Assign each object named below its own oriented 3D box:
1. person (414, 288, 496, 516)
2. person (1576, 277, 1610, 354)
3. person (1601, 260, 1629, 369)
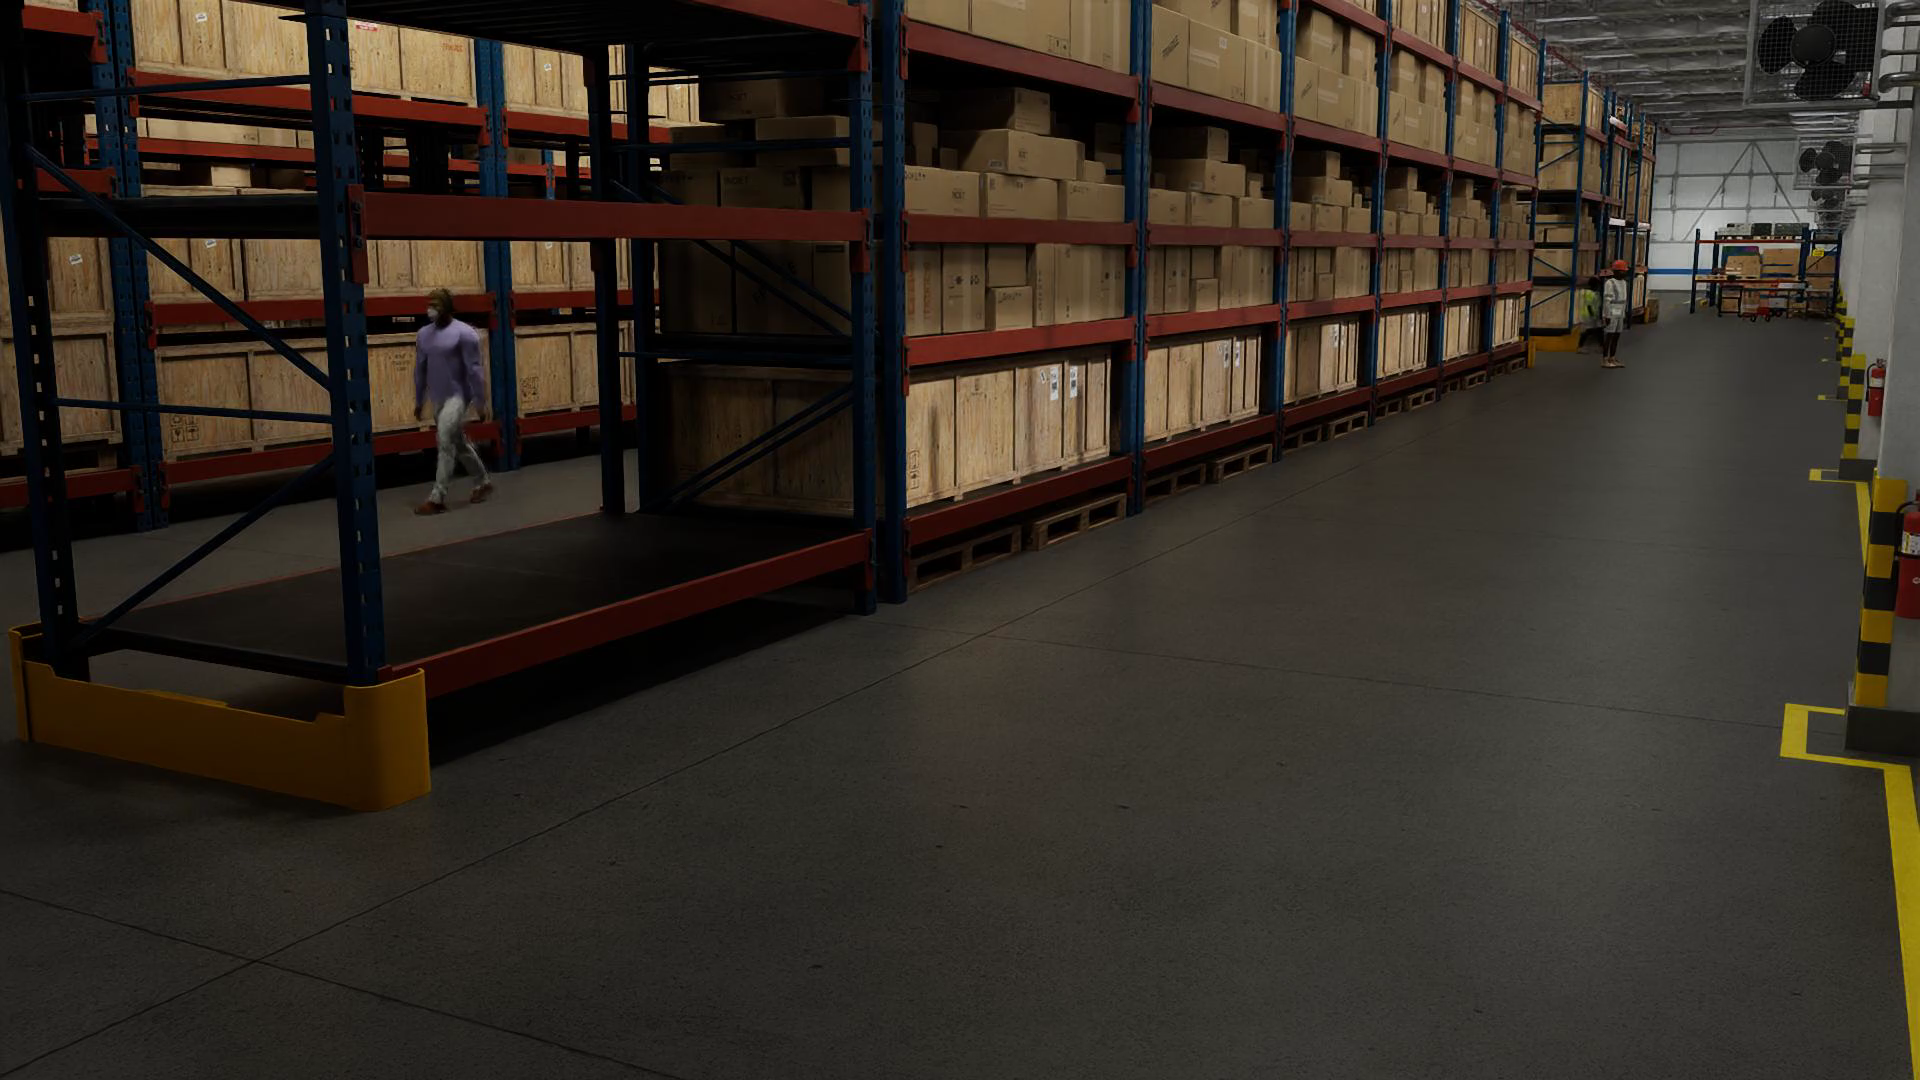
[{"bbox_3d":[-4.309,-1.195,14.150,0.644,1.898,1.013,5,11,28],"label":"person"},{"bbox_3d":[13.674,-4.818,35.805,0.599,1.654,0.569,9,14,43],"label":"person"},{"bbox_3d":[12.419,-4.261,31.435,0.616,2.041,0.380,-8,12,-37],"label":"person"}]
